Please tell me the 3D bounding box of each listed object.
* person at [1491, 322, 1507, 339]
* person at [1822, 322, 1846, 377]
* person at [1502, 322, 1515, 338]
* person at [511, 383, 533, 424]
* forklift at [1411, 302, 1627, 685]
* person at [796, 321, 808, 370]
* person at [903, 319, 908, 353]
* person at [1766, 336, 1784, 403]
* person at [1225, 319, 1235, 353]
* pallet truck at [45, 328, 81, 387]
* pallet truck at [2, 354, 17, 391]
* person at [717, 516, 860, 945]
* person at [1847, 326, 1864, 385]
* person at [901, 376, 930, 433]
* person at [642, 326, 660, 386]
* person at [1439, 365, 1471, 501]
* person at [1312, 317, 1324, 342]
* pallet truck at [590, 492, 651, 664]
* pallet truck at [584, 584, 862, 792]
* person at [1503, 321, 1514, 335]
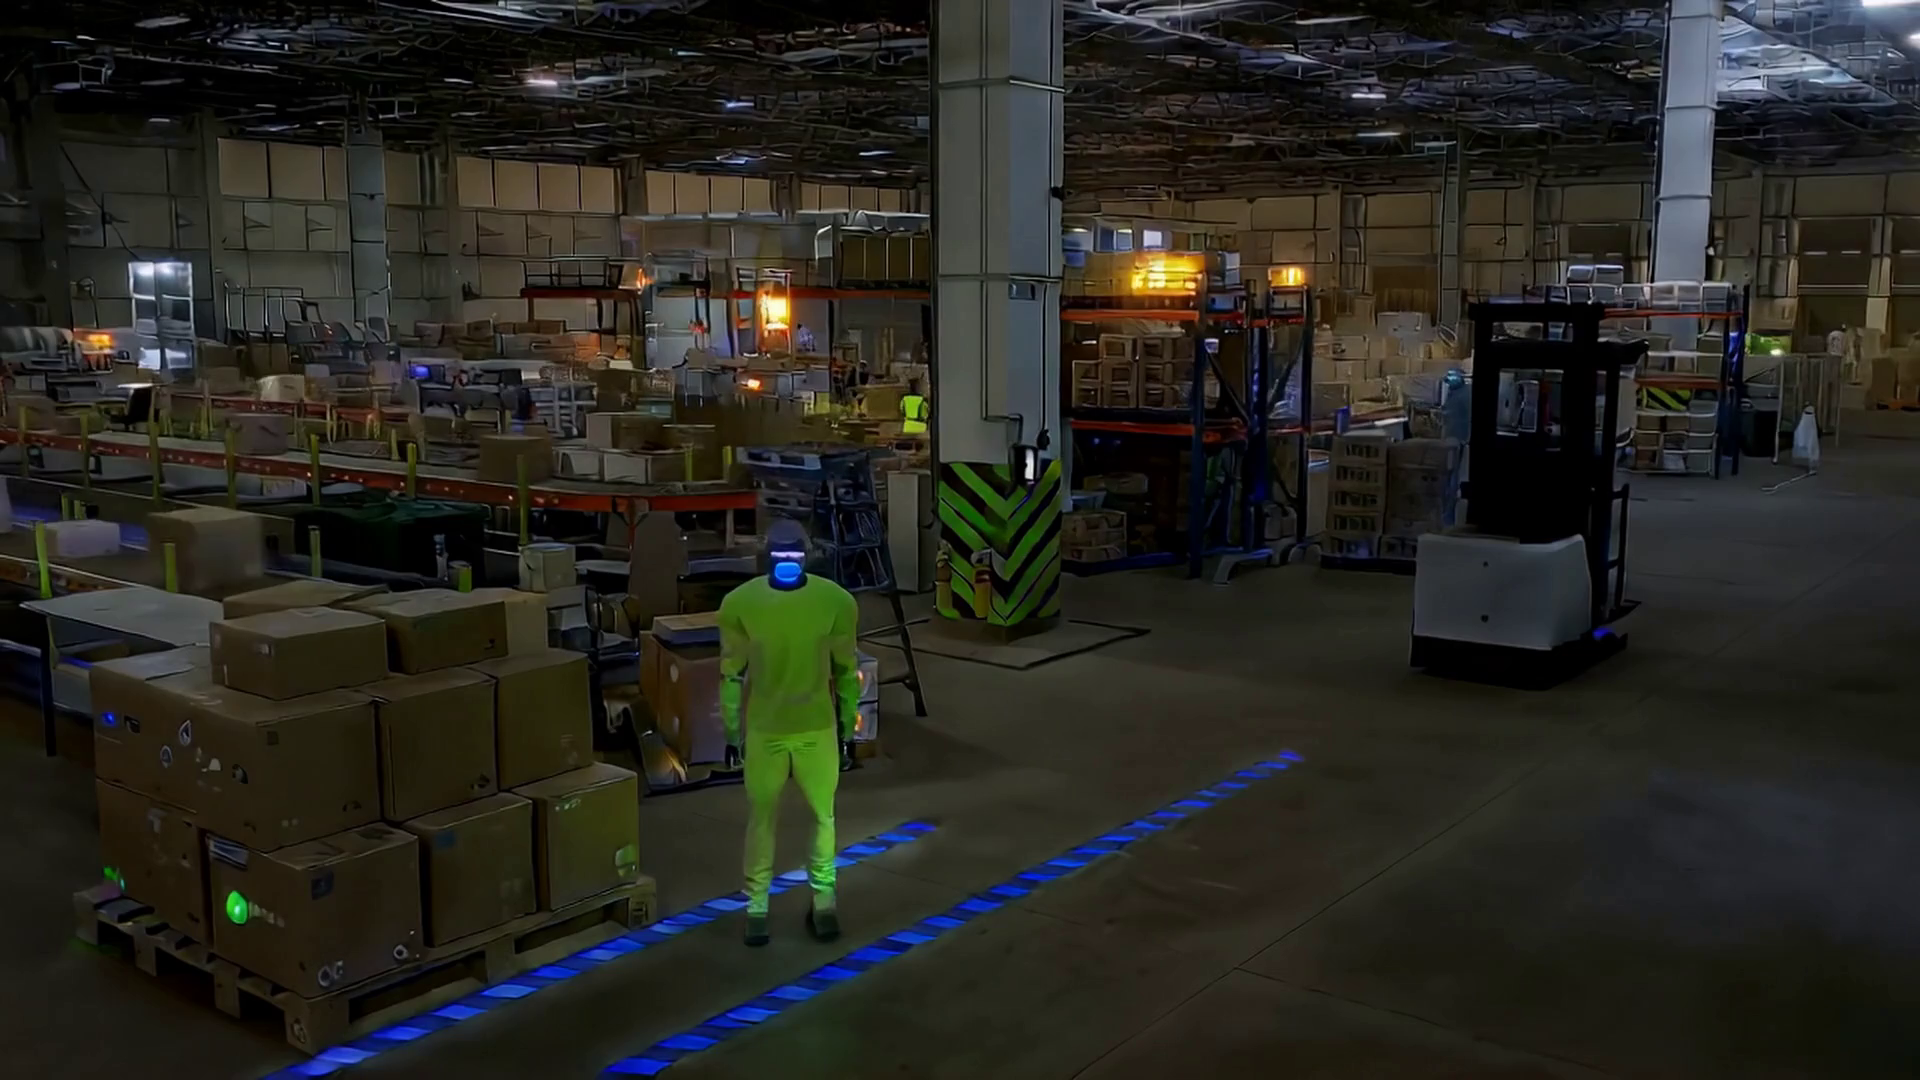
[{"bbox_3d":[16.028,-5.459,49.516,0.537,2.000,0.682,-7,11,-41],"label":"person"},{"bbox_3d":[30.310,-6.586,57.548,0.634,1.917,0.826,-2,9,-14],"label":"person"},{"bbox_3d":[16.957,-5.782,51.850,0.625,1.991,0.380,7,11,39],"label":"person"},{"bbox_3d":[-7.125,-1.940,26.780,0.665,1.743,0.530,1,9,7],"label":"person"},{"bbox_3d":[4.379,-0.438,12.852,1.129,2.768,1.873,7,11,37],"label":"forklift"},{"bbox_3d":[-5.828,-7.206,61.911,0.698,1.867,0.587,7,11,40],"label":"person"},{"bbox_3d":[-2.412,-9.507,77.314,0.673,1.874,0.799,2,9,15],"label":"person"},{"bbox_3d":[21.510,-4.477,43.828,0.533,1.765,0.329,-7,11,-39],"label":"person"},{"bbox_3d":[10.852,-7.958,66.750,0.415,1.924,0.561,5,10,32],"label":"person"},{"bbox_3d":[-23.775,-4.544,43.495,1.885,1.965,0.823,6,10,35],"label":"pallet truck"},{"bbox_3d":[-24.881,-4.417,42.634,1.885,1.965,0.823,8,11,41],"label":"pallet truck"},{"bbox_3d":[-0.756,0.847,7.405,0.624,1.931,0.377,-1,9,-7],"label":"person"},{"bbox_3d":[28.352,-5.826,52.615,0.328,1.861,0.500,-4,9,-25],"label":"person"},{"bbox_3d":[-0.627,-1.591,24.633,0.545,1.677,0.395,7,11,38],"label":"person"},{"bbox_3d":[-8.466,-4.919,46.085,1.063,1.997,0.609,-3,9,-22],"label":"person"},{"bbox_3d":[6.905,-1.493,23.242,0.410,1.905,0.641,3,9,21],"label":"person"},{"bbox_3d":[16.344,-9.284,76.057,0.647,1.813,0.801,0,8,-3],"label":"person"},{"bbox_3d":[-3.115,0.344,12.883,0.653,1.274,1.630,7,11,37],"label":"pallet truck"},{"bbox_3d":[-1.426,0.805,10.019,1.601,1.201,0.680,-4,9,-26],"label":"pallet truck"},{"bbox_3d":[25.456,-9.514,77.337,0.592,1.901,0.870,2,9,12],"label":"person"}]
